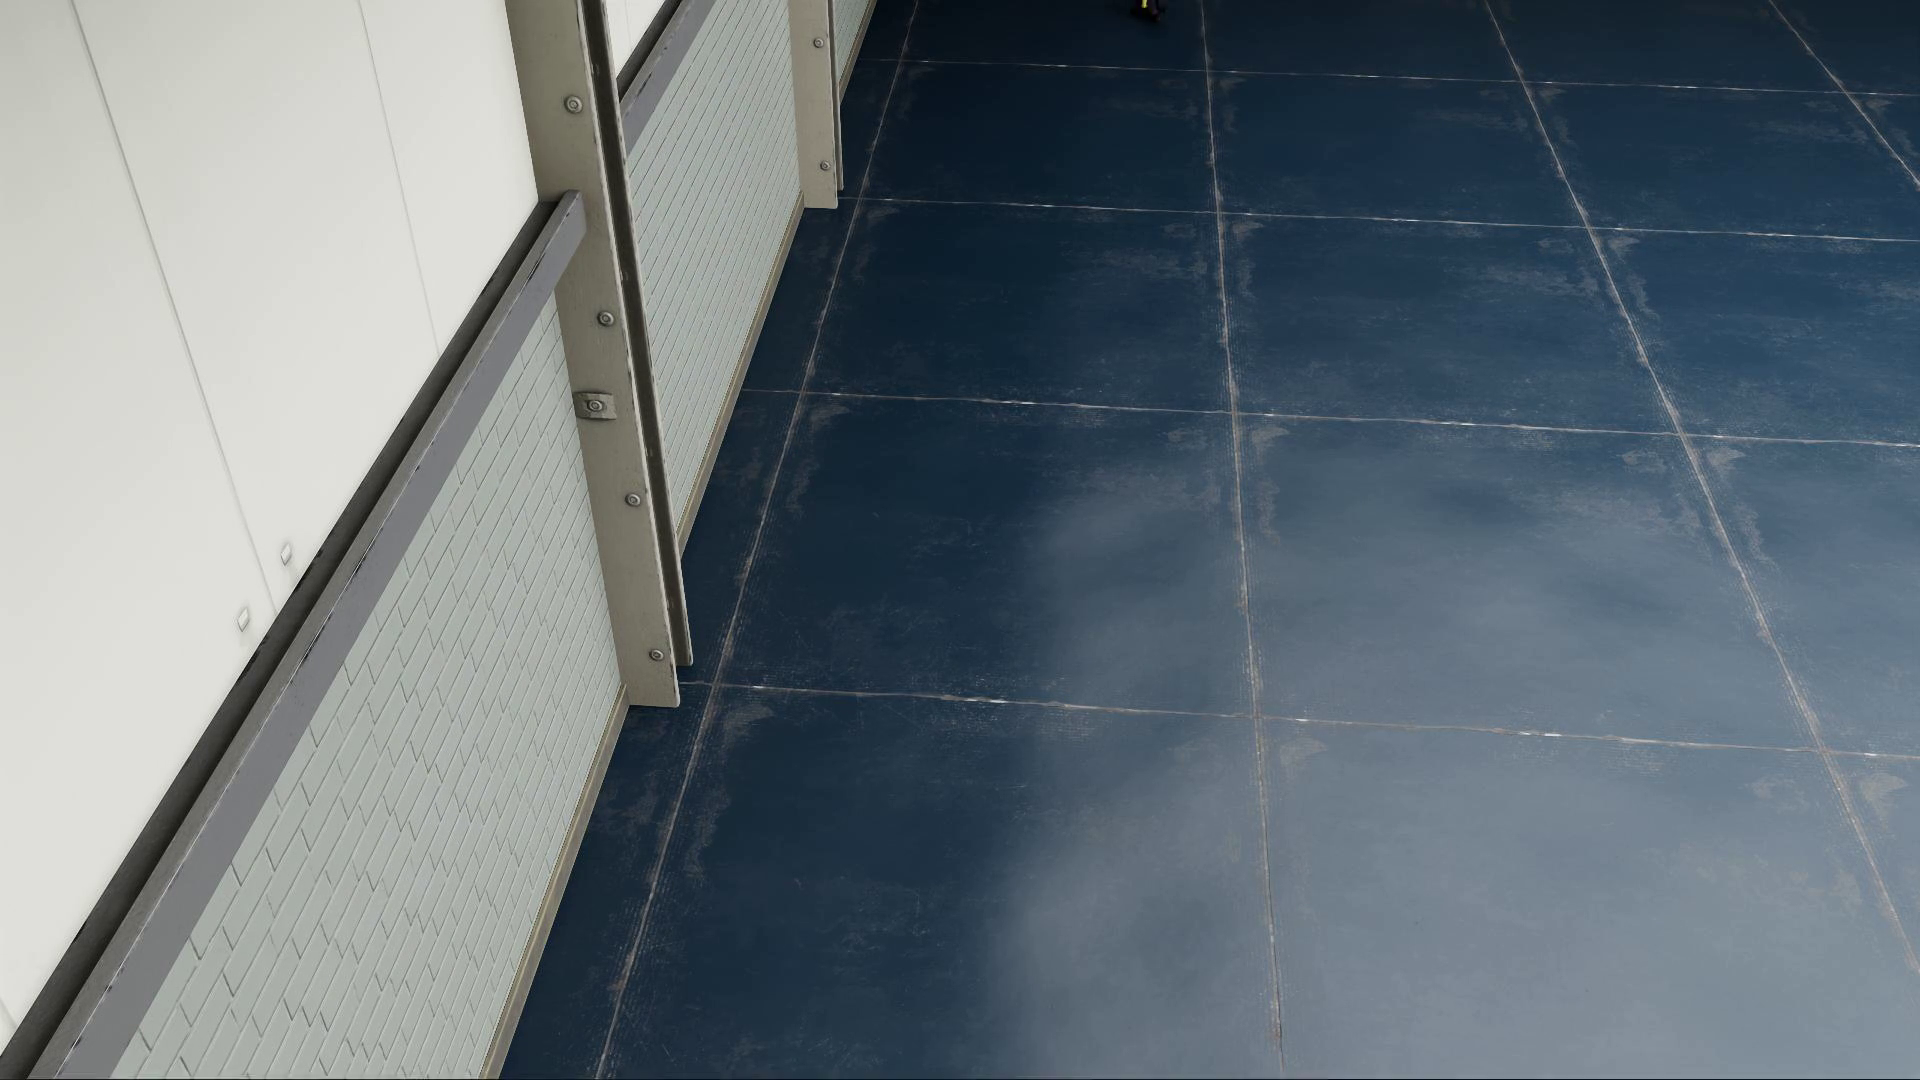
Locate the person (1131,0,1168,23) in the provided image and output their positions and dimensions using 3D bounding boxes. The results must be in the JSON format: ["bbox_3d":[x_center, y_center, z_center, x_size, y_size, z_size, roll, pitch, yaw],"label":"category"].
[{"bbox_3d":[2.022,-6.074,16.605,0.946,1.814,0.999,-23,44,-27],"label":"person"}]
